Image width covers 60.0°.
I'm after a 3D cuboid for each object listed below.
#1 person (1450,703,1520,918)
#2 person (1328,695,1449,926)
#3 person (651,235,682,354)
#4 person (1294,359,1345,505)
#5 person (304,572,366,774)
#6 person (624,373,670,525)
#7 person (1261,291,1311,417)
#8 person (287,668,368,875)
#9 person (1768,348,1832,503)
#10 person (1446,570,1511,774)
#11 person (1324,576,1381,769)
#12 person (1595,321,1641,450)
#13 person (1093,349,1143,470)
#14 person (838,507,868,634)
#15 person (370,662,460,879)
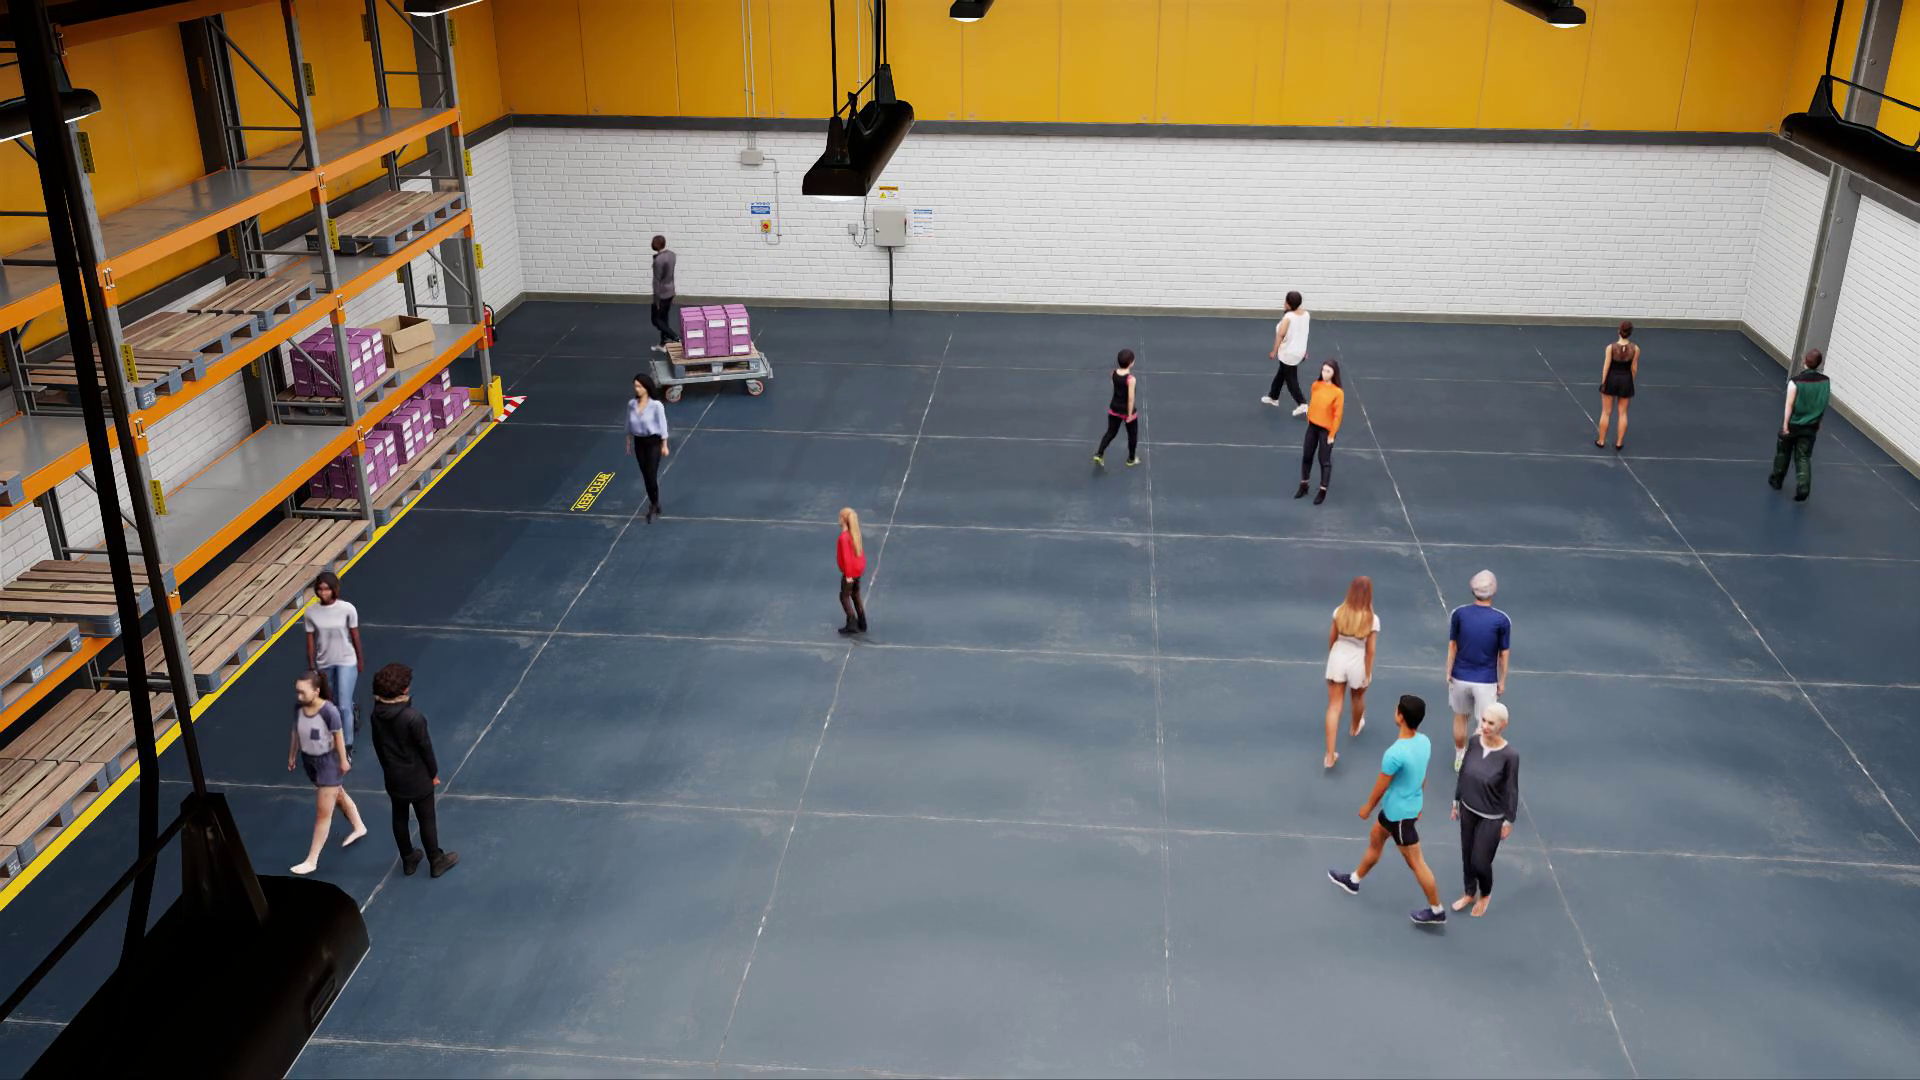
[{"bbox_3d":[3.864,1.931,12.109,0.797,1.721,0.725,-17,29,-33],"label":"person"},{"bbox_3d":[3.255,2.005,11.945,1.100,1.717,1.189,18,29,35],"label":"person"},{"bbox_3d":[-4.359,-3.627,24.714,0.919,1.807,0.910,8,25,18],"label":"person"},{"bbox_3d":[4.275,-1.294,19.457,0.794,1.743,0.730,-17,29,-34],"label":"person"},{"bbox_3d":[-5.295,1.046,14.172,0.723,1.689,1.148,-2,24,-4],"label":"person"},{"bbox_3d":[-3.517,-1.082,18.984,0.763,1.734,0.779,9,25,19],"label":"person"},{"bbox_3d":[4.463,-2.477,22.276,1.134,1.653,1.154,-21,32,-40],"label":"person"},{"bbox_3d":[-4.811,1.701,12.765,0.918,1.617,1.088,17,29,34],"label":"person"},{"bbox_3d":[9.858,-1.319,19.431,0.653,1.810,1.126,3,24,6],"label":"person"},{"bbox_3d":[4.219,1.177,13.722,0.840,1.809,1.039,12,26,25],"label":"person"},{"bbox_3d":[3.247,1.134,14.029,0.872,1.643,1.201,11,26,24],"label":"person"},{"bbox_3d":[8.343,-1.973,21.098,0.612,1.673,0.609,6,24,13],"label":"person"},{"bbox_3d":[1.931,-1.579,20.381,0.932,1.525,1.036,21,31,40],"label":"person"},{"bbox_3d":[-1.039,0.320,16.373,0.651,1.257,0.522,3,24,7],"label":"person"},{"bbox_3d":[-4.143,1.737,12.477,0.667,1.781,0.656,7,25,15],"label":"person"}]
